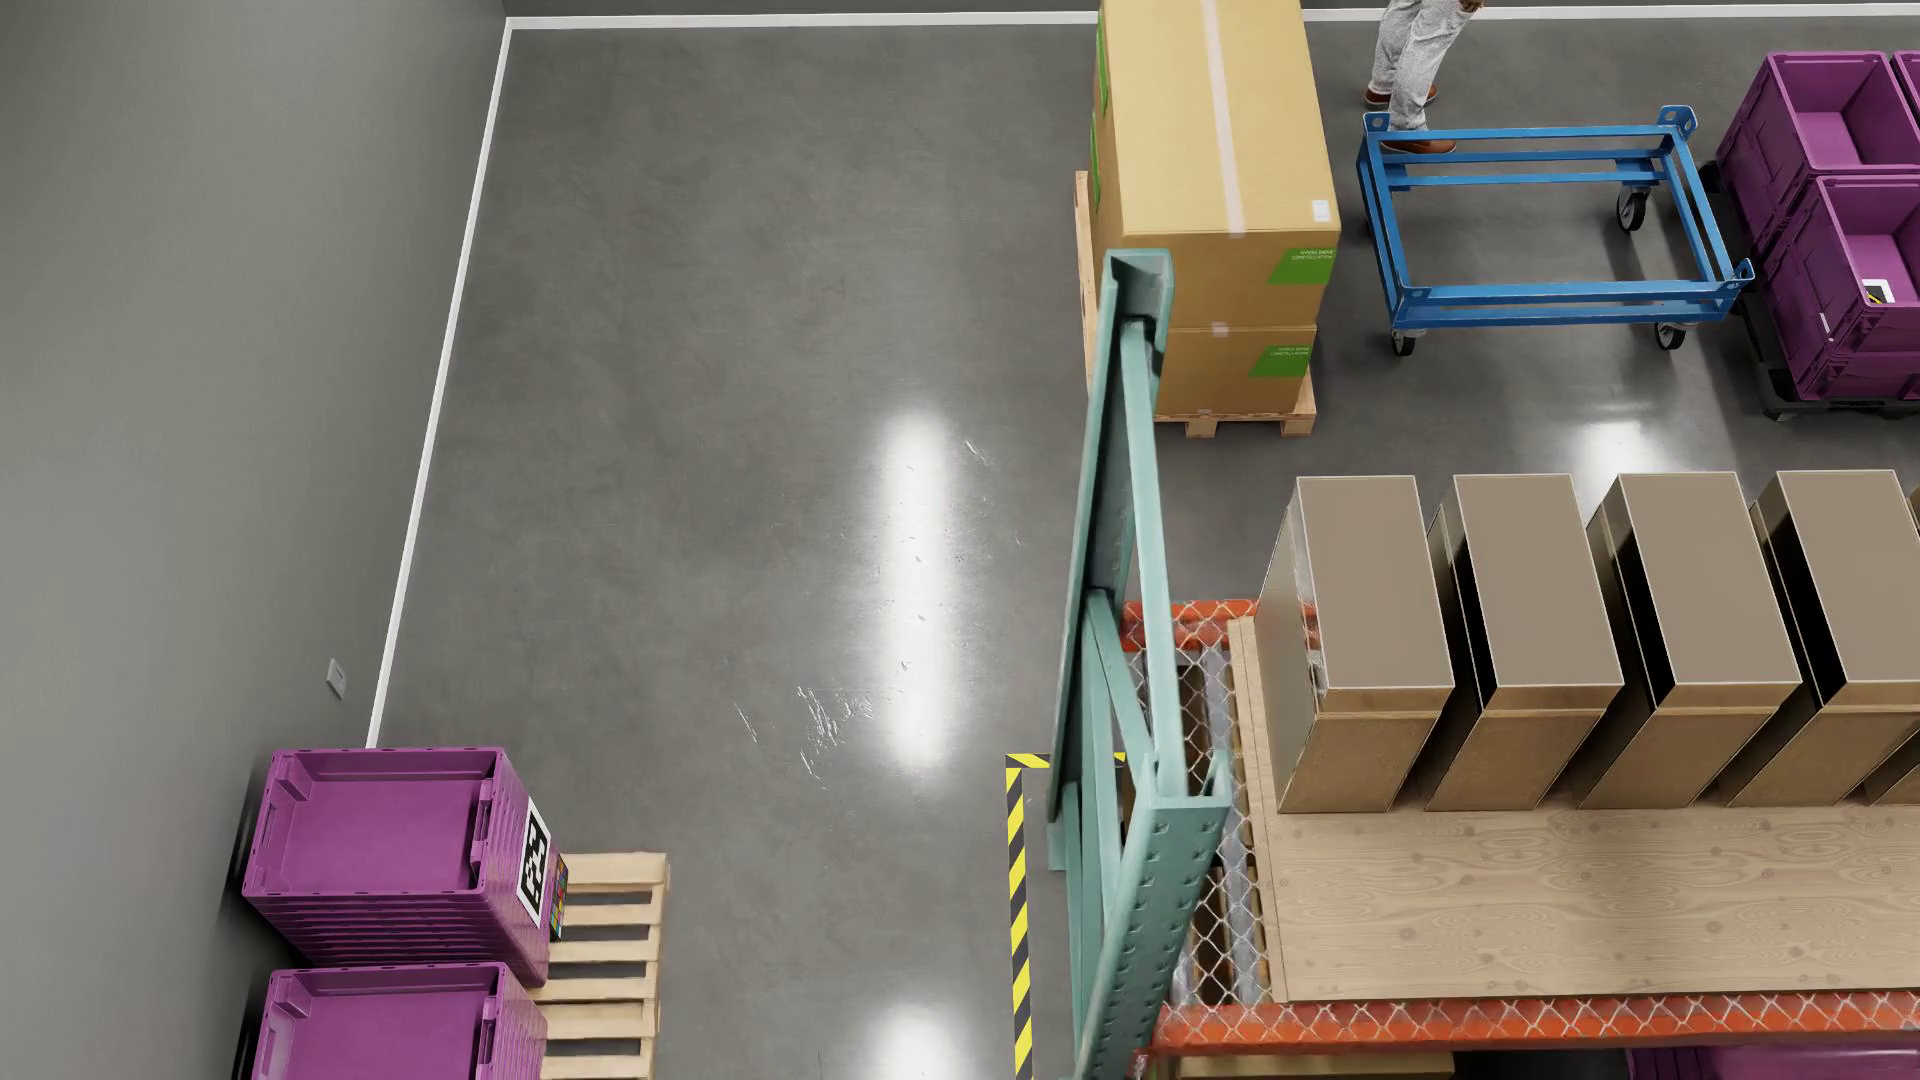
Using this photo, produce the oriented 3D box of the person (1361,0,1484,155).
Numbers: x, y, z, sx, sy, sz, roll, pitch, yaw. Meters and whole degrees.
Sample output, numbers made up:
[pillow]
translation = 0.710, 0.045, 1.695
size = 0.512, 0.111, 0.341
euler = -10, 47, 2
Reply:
[person]
translation = 1.829, -2.238, 6.074
size = 0.357, 1.938, 0.637
euler = -3, 58, -2
